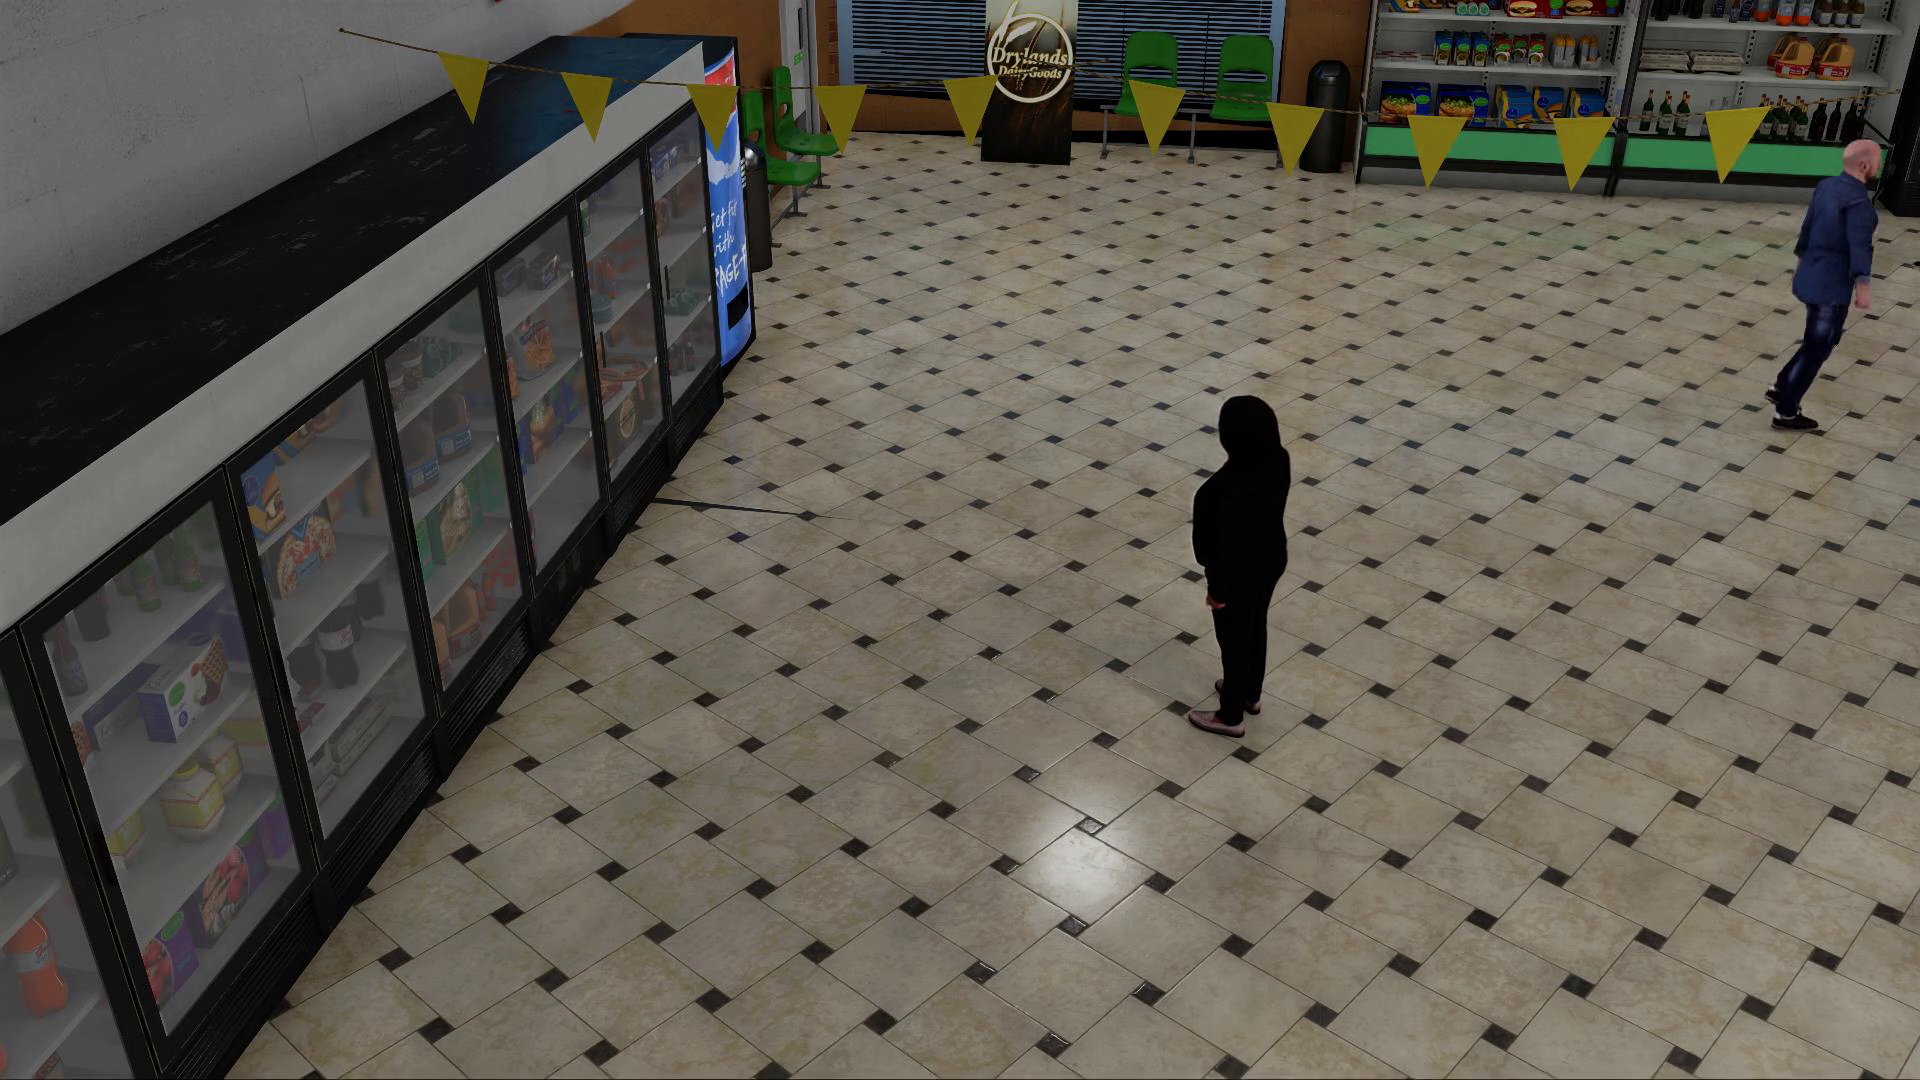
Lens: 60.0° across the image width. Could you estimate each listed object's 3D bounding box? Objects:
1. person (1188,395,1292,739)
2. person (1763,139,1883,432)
[{"bbox_3d":[1.248,0.116,7.273,0.752,1.614,0.737,18,33,29],"label":"person"},{"bbox_3d":[5.158,-1.500,10.029,0.670,1.809,0.744,1,29,2],"label":"person"}]
